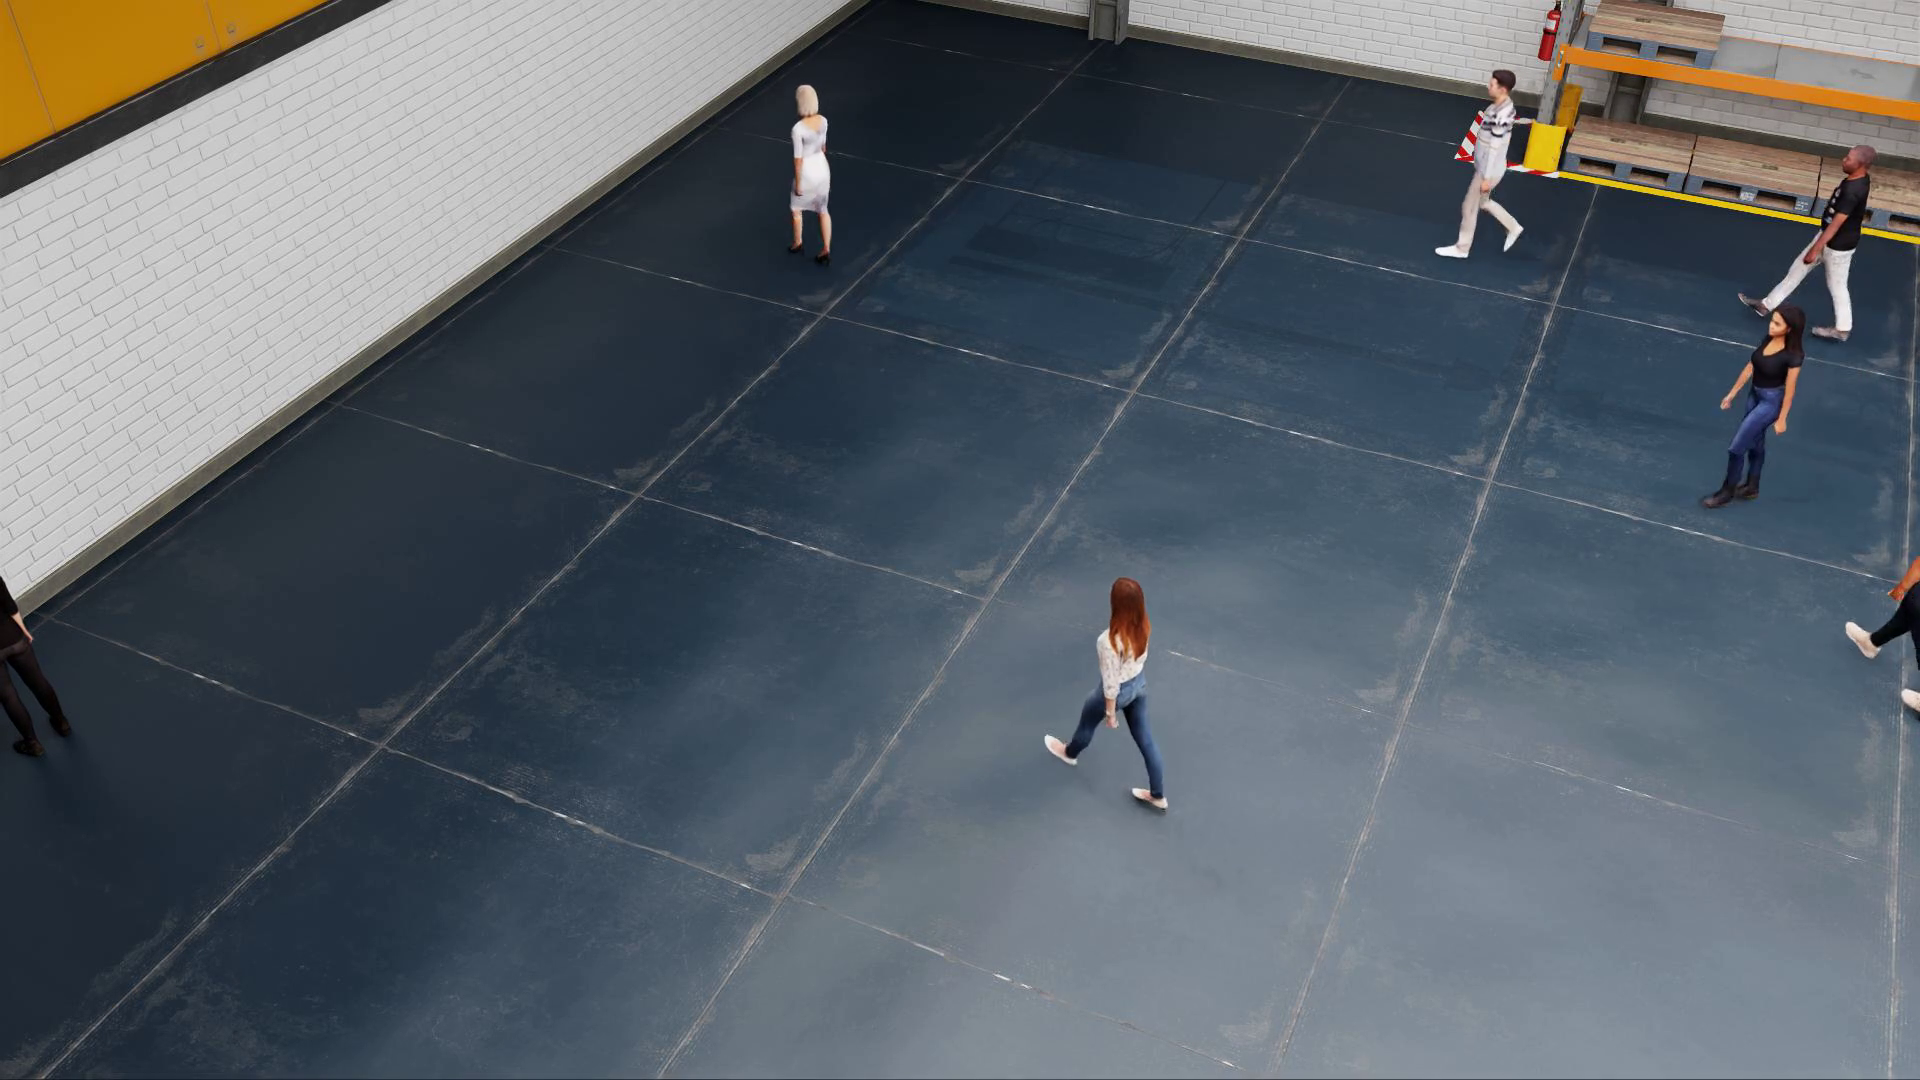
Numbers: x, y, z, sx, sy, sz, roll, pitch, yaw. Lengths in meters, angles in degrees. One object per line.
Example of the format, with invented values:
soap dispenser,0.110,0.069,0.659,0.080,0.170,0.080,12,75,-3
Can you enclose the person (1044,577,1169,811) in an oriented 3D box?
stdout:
person,1.047,0.952,10.016,0.865,1.681,1.210,-32,48,-33

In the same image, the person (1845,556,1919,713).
person,6.347,0.381,10.664,1.136,1.764,1.199,-13,40,-16

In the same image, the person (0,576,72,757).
person,-6.000,0.677,10.393,0.560,1.640,0.615,24,44,27

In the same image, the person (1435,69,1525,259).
person,4.980,-3.433,15.384,0.999,1.834,0.739,12,40,15

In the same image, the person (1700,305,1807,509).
person,6.085,-0.997,12.428,0.868,1.717,0.770,-3,39,-3

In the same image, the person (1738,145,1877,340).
person,7.599,-2.496,14.280,1.194,1.747,0.705,18,42,21

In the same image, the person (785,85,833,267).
person,-1.309,-3.311,15.313,0.750,1.732,0.861,-31,48,-33
